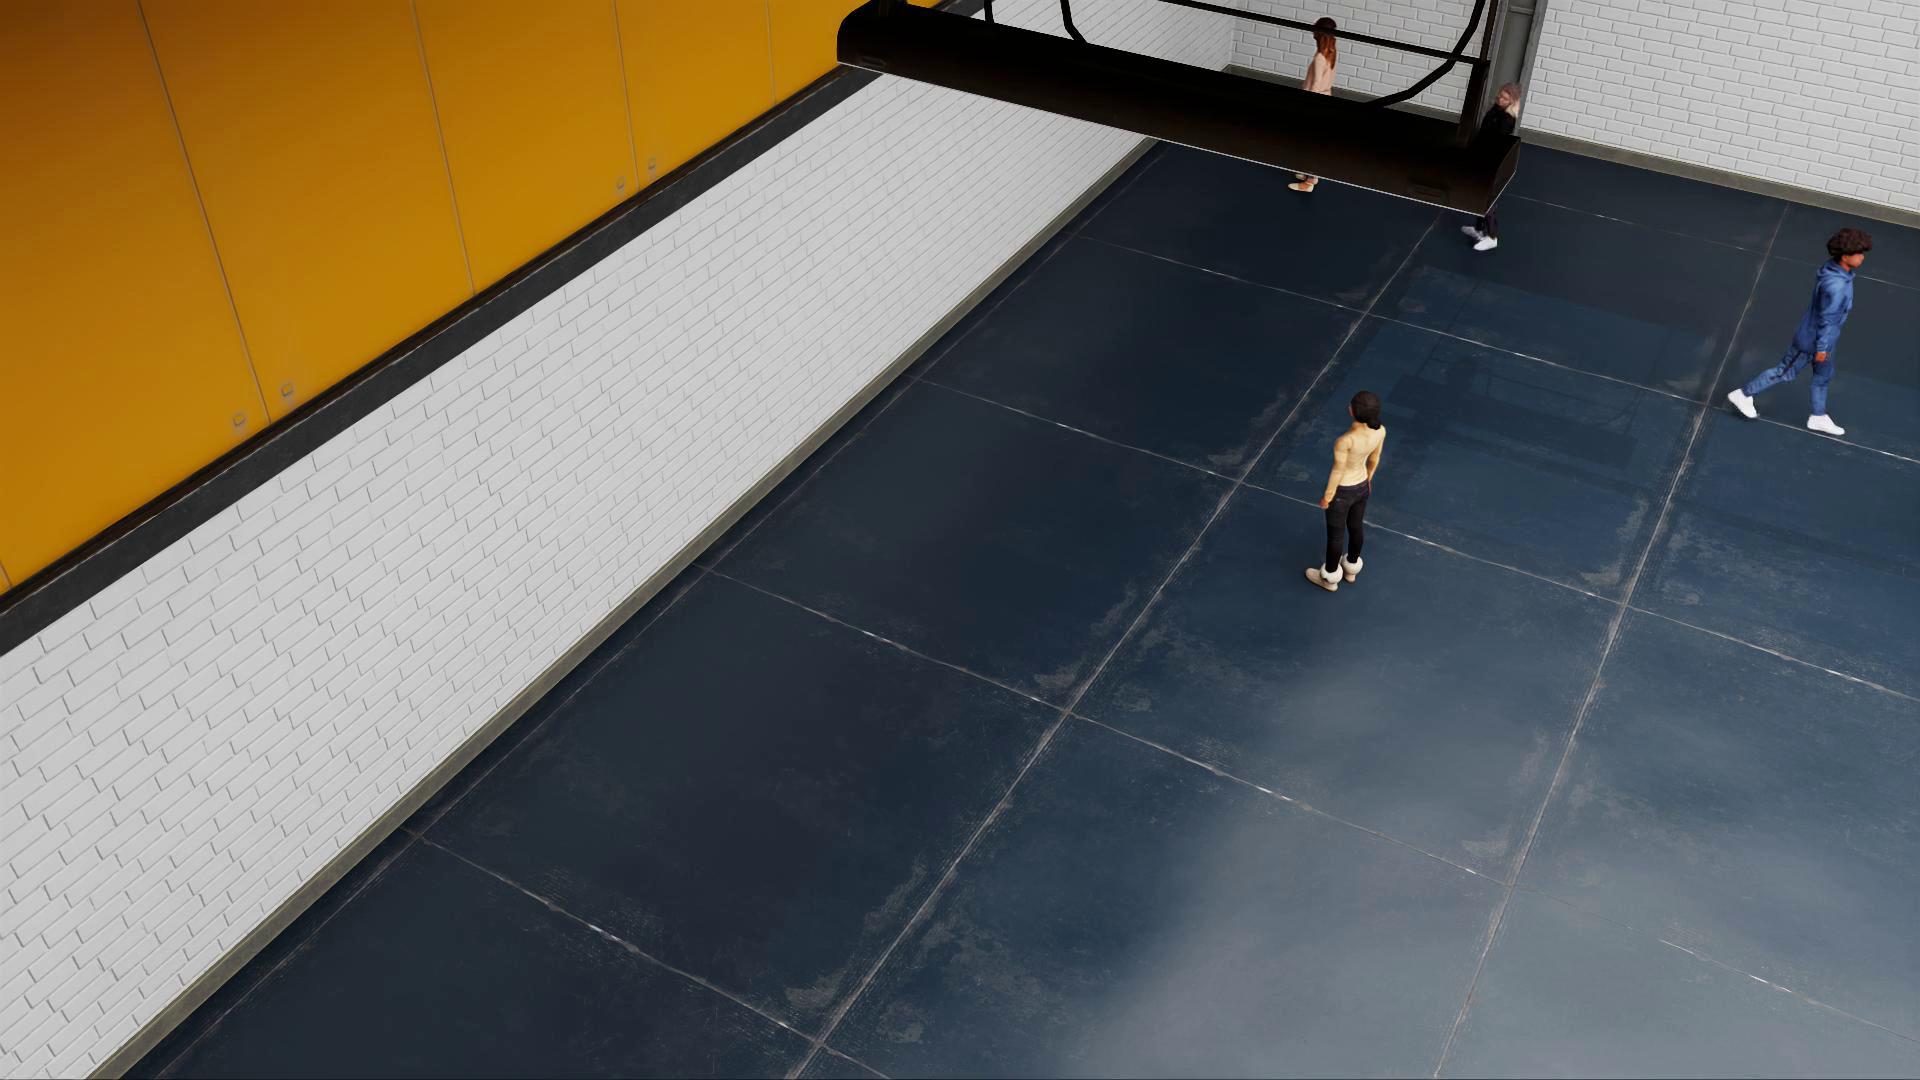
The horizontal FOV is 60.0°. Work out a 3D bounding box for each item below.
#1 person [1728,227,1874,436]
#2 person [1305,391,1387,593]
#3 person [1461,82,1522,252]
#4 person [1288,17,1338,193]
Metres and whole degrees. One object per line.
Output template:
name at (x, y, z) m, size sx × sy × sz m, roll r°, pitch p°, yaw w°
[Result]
person at (6.773, -1.673, 13.318) m, size 1.146 × 1.778 × 0.700 m, roll 22°, pitch 43°, yaw 25°
person at (2.761, -0.358, 11.766) m, size 0.684 × 1.660 × 0.712 m, roll -20°, pitch 43°, yaw -23°
person at (5.079, -3.603, 15.830) m, size 0.688 × 1.660 × 0.749 m, roll 19°, pitch 43°, yaw 23°
person at (3.579, -4.361, 16.673) m, size 0.520 × 1.792 × 0.590 m, roll 18°, pitch 42°, yaw 21°
